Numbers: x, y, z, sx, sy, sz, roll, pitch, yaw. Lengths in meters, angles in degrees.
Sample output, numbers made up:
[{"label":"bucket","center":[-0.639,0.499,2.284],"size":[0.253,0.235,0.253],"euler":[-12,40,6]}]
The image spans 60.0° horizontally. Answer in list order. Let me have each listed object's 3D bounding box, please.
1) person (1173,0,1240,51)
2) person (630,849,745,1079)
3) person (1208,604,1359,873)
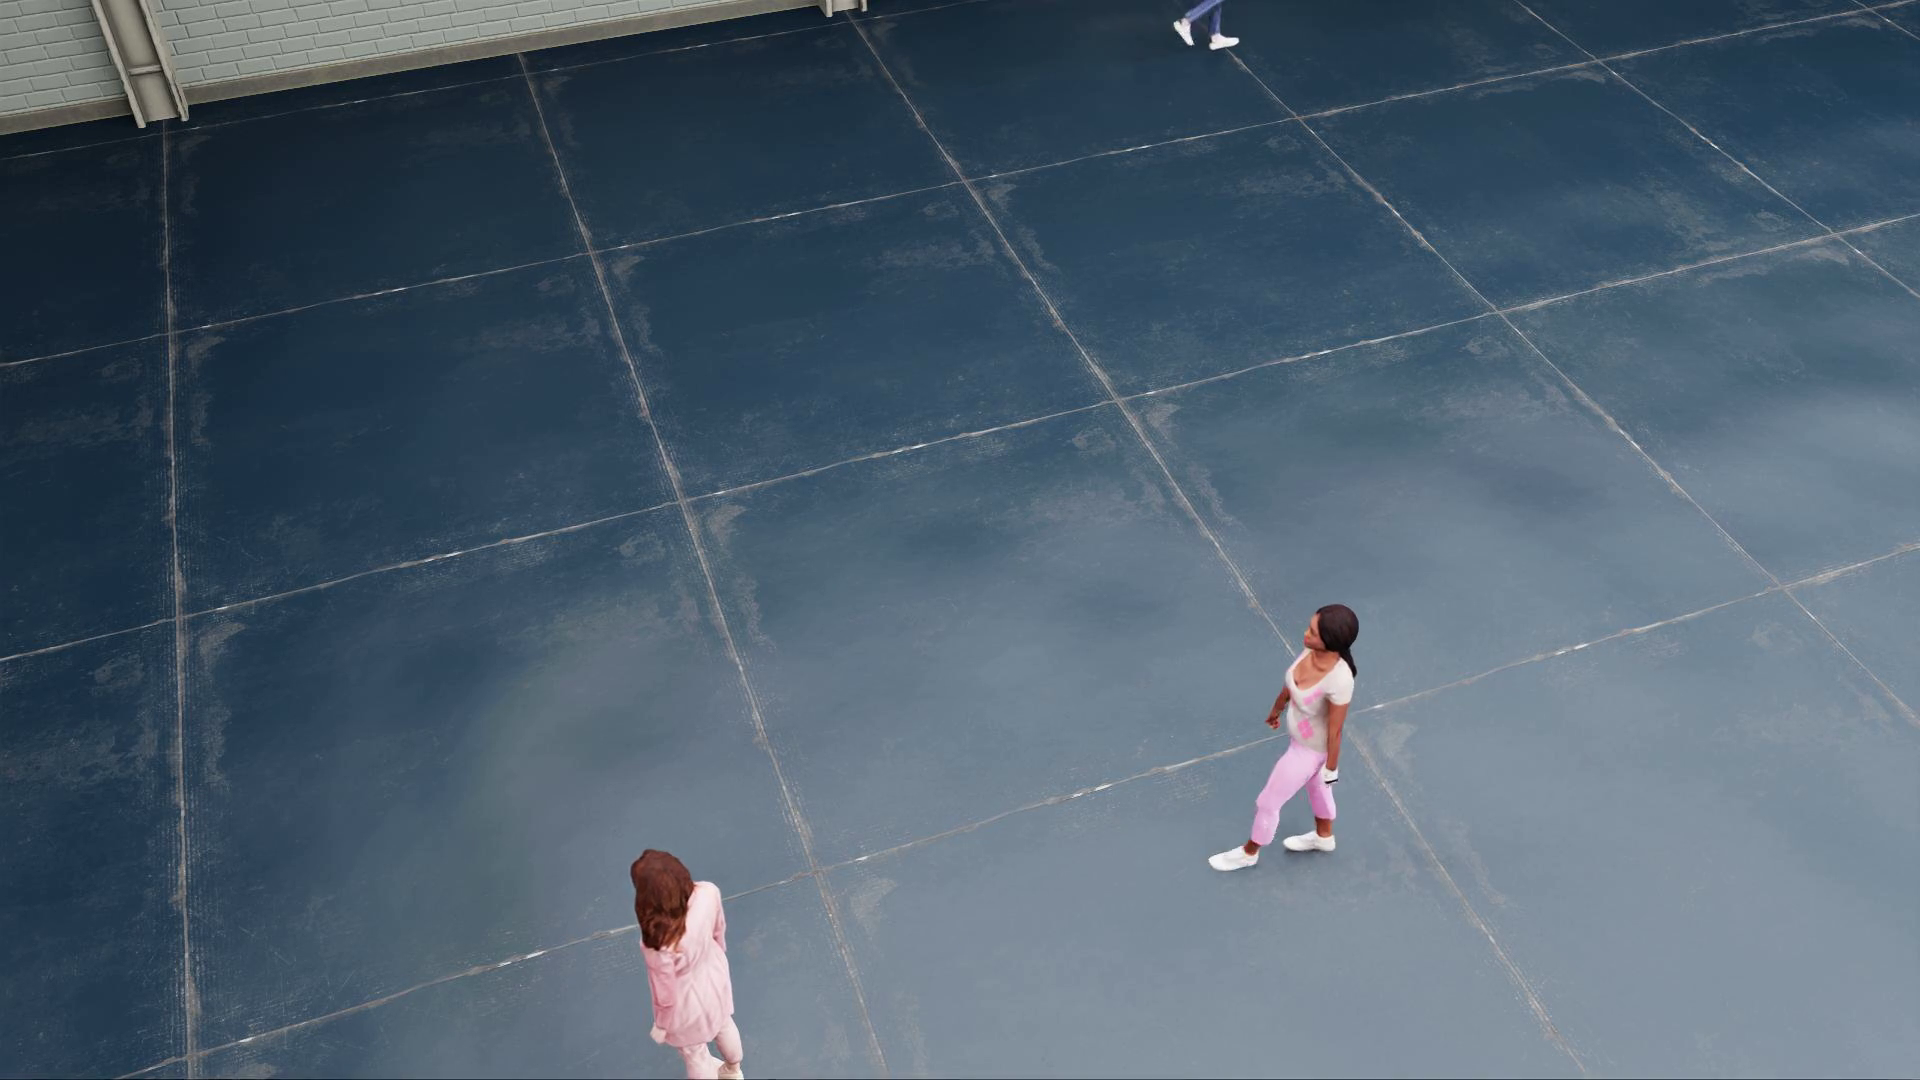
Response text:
[{"label":"person","center":[2.171,-5.037,14.309],"size":[0.890,1.775,0.592],"euler":[-12,44,-12]},{"label":"person","center":[-1.102,1.871,6.890],"size":[0.747,1.803,0.668],"euler":[21,47,21]},{"label":"person","center":[1.758,0.954,7.935],"size":[0.970,1.716,0.731],"euler":[-4,43,-4]}]
